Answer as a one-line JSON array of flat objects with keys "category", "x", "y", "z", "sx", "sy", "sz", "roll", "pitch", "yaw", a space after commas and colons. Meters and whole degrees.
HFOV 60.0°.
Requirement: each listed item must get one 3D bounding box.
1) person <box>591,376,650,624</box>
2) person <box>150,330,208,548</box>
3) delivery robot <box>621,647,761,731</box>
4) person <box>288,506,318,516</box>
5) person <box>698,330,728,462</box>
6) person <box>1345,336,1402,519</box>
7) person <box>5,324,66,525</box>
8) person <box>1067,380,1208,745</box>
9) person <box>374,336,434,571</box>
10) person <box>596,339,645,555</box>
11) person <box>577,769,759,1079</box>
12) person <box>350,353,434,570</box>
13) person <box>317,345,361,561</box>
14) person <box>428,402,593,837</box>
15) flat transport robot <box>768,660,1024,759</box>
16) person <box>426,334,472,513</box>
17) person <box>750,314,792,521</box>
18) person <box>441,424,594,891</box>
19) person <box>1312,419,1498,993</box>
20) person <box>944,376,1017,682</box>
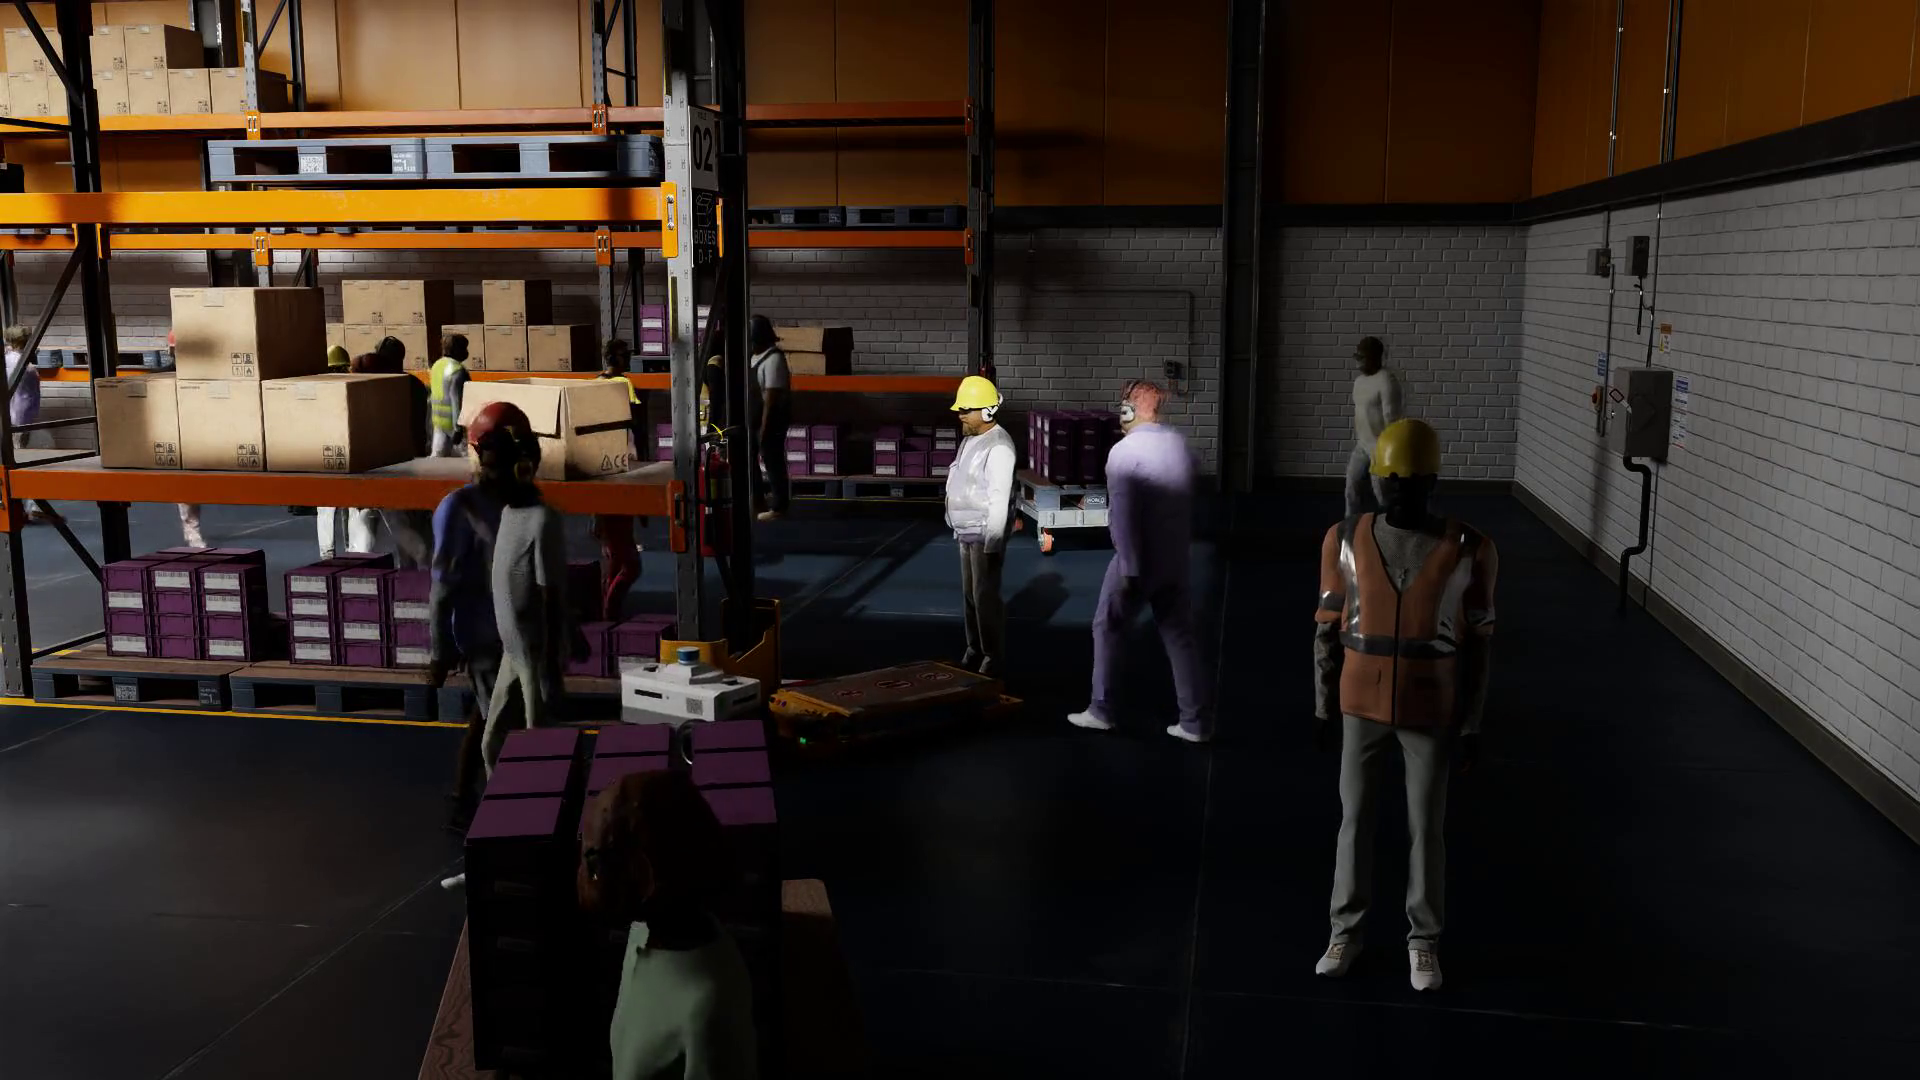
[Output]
[{"category": "person", "x": -2.164, "y": -0.164, "z": 10.615, "sx": 0.379, "sy": 1.754, "sz": 0.525, "roll": 1, "pitch": 9, "yaw": 8}, {"category": "person", "x": -6.767, "y": -0.899, "z": 14.589, "sx": 0.620, "sy": 1.947, "sz": 1.055, "roll": -6, "pitch": 11, "yaw": -34}, {"category": "delivery robot", "x": -1.333, "y": 0.770, "z": 8.212, "sx": 0.707, "sy": 0.478, "sz": 0.477, "roll": 6, "pitch": 11, "yaw": 32}, {"category": "person", "x": -6.563, "y": -1.213, "z": 16.516, "sx": 0.360, "sy": 1.941, "sz": 0.542, "roll": -5, "pitch": 10, "yaw": -28}, {"category": "person", "x": -2.451, "y": -1.161, "z": 16.546, "sx": 0.429, "sy": 1.839, "sz": 0.638, "roll": 0, "pitch": 9, "yaw": -1}, {"category": "person", "x": 3.519, "y": -0.738, "z": 13.745, "sx": 0.894, "sy": 1.901, "sz": 0.666, "roll": -2, "pitch": 9, "yaw": -14}, {"category": "person", "x": -8.796, "y": -1.076, "z": 15.758, "sx": 0.625, "sy": 1.919, "sz": 0.642, "roll": -8, "pitch": 12, "yaw": -42}, {"category": "person", "x": 0.957, "y": 0.110, "z": 8.613, "sx": 0.652, "sy": 1.856, "sz": 0.844, "roll": -9, "pitch": 13, "yaw": -43}, {"category": "person", "x": -4.147, "y": -0.533, "z": 12.310, "sx": 0.372, "sy": 1.939, "sz": 0.629, "roll": 2, "pitch": 9, "yaw": 12}, {"category": "person", "x": -2.915, "y": -0.787, "z": 14.173, "sx": 0.341, "sy": 1.846, "sz": 0.511, "roll": 2, "pitch": 9, "yaw": 13}, {"category": "person", "x": -0.392, "y": 1.162, "z": 2.845, "sx": 0.710, "sy": 1.598, "sz": 0.513, "roll": -4, "pitch": 10, "yaw": -22}, {"category": "person", "x": -4.153, "y": -0.442, "z": 12.086, "sx": 1.008, "sy": 1.838, "sz": 0.584, "roll": 0, "pitch": 9, "yaw": 0}, {"category": "person", "x": -4.922, "y": -0.630, "z": 13.225, "sx": 0.404, "sy": 1.837, "sz": 0.590, "roll": 5, "pitch": 11, "yaw": 30}, {"category": "person", "x": -1.827, "y": 0.379, "z": 6.804, "sx": 0.967, "sy": 1.881, "sz": 0.557, "roll": 4, "pitch": 10, "yaw": 24}, {"category": "flat transport robot", "x": -0.408, "y": 0.867, "z": 8.778, "sx": 1.431, "sy": 0.197, "sz": 0.652, "roll": -8, "pitch": 12, "yaw": -39}, {"category": "person", "x": -5.023, "y": -1.166, "z": 16.688, "sx": 0.957, "sy": 1.792, "sz": 0.636, "roll": -9, "pitch": 13, "yaw": -43}, {"category": "person", "x": -1.925, "y": -1.175, "z": 15.975, "sx": 0.655, "sy": 2.000, "sz": 0.704, "roll": -4, "pitch": 10, "yaw": -22}, {"category": "person", "x": -1.630, "y": 0.452, "z": 6.534, "sx": 0.803, "sy": 1.836, "sz": 0.549, "roll": -6, "pitch": 11, "yaw": -33}, {"category": "person", "x": 1.479, "y": 0.553, "z": 5.602, "sx": 0.586, "sy": 1.928, "sz": 0.364, "roll": 3, "pitch": 10, "yaw": 20}, {"category": "person", "x": 0.118, "y": -0.037, "z": 9.611, "sx": 0.404, "sy": 1.820, "sz": 0.593, "roll": -3, "pitch": 10, "yaw": -16}]
